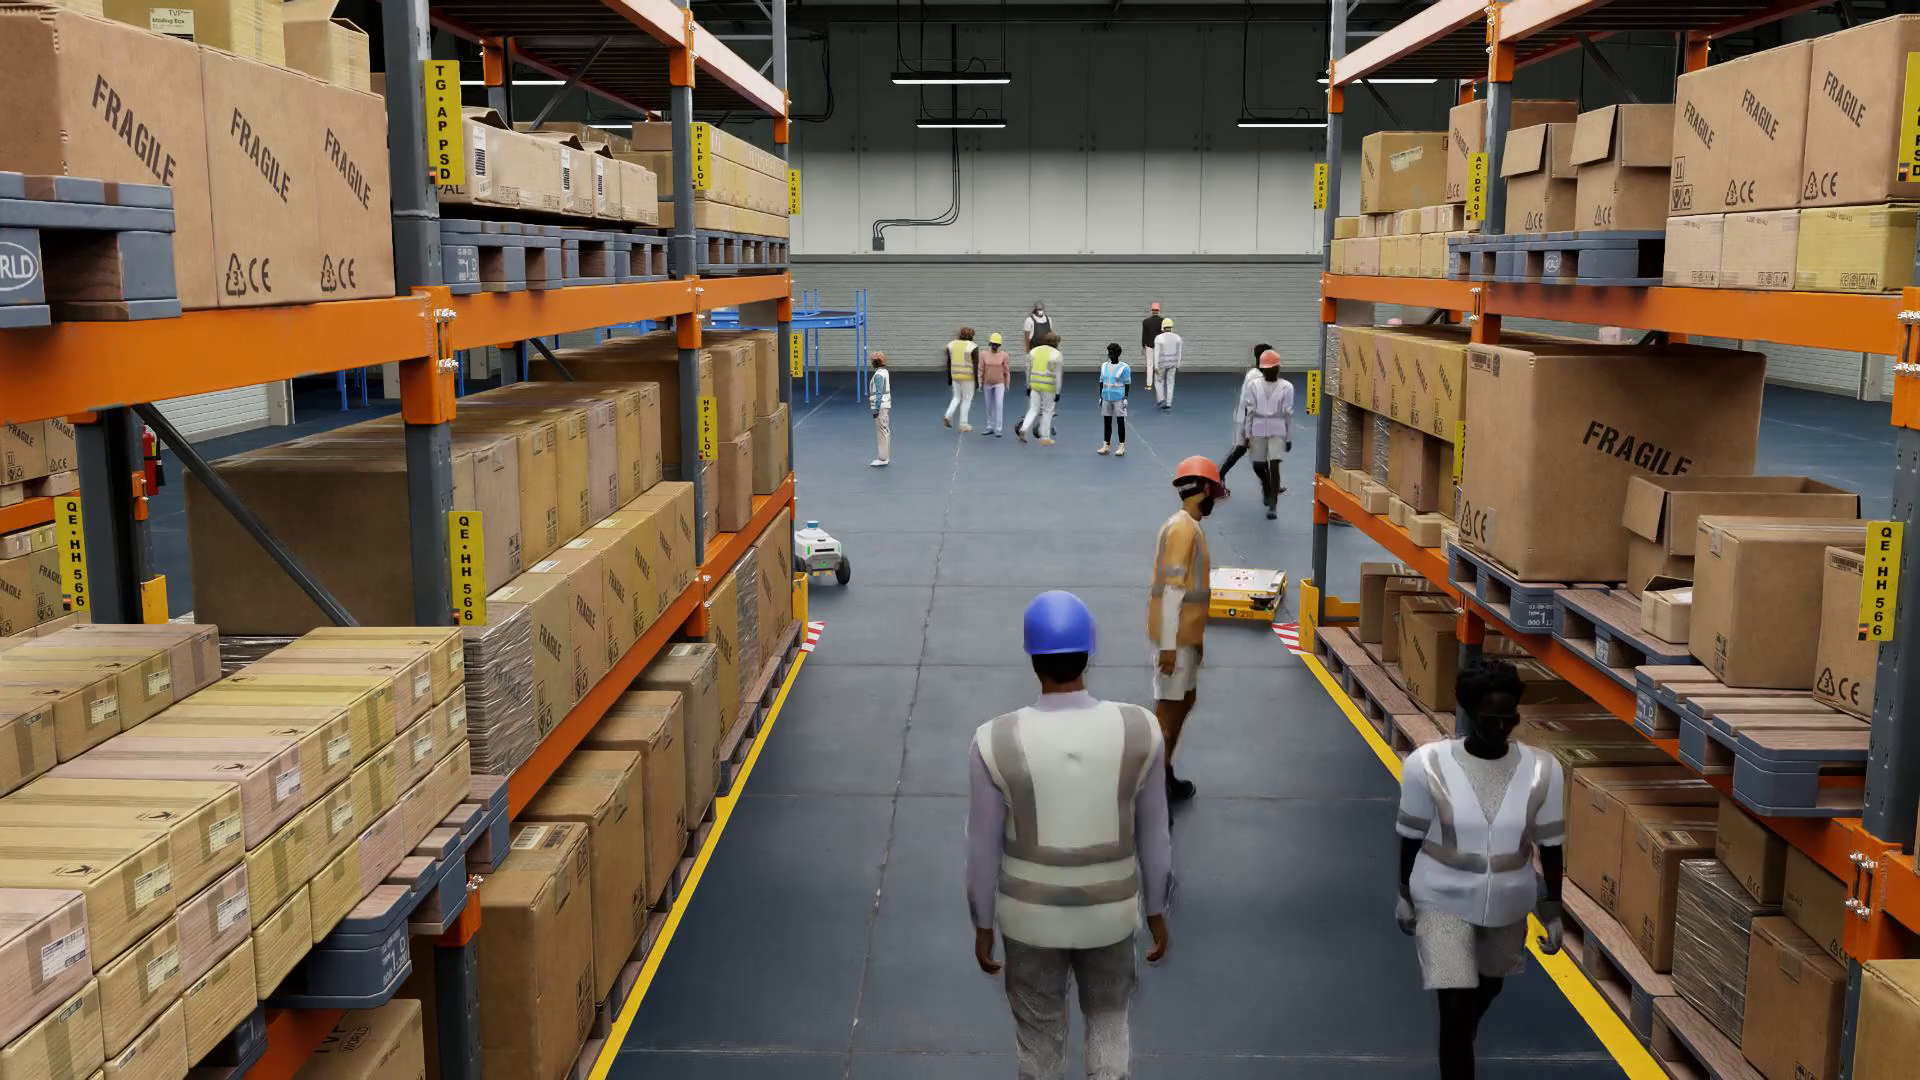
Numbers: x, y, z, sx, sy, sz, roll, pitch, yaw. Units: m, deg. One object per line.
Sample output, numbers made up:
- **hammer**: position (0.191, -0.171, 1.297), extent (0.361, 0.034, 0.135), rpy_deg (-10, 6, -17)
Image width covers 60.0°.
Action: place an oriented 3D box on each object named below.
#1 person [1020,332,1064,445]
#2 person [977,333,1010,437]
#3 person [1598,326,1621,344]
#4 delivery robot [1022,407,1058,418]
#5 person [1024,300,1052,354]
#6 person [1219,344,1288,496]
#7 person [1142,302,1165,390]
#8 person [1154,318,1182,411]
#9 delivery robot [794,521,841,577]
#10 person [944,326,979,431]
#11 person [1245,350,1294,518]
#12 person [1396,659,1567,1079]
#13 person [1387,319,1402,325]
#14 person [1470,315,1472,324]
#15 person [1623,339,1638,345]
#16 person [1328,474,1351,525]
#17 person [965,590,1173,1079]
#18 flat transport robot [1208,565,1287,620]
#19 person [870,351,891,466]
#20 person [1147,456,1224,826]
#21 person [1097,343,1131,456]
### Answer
- **person**: position (1.302, -2.386, 26.387), extent (0.686, 1.806, 0.643), rpy_deg (7, 12, 36)
- **person**: position (0.577, -2.618, 27.992), extent (0.542, 1.731, 0.624), rpy_deg (2, 10, 10)
- **person**: position (15.114, -4.407, 38.671), extent (0.533, 1.742, 0.790), rpy_deg (8, 12, 39)
- **delivery robot**: position (1.341, -2.183, 27.931), extent (0.698, 0.223, 0.335), rpy_deg (-9, 13, -43)
- **person**: position (1.844, -4.545, 38.694), extent (0.685, 2.000, 0.635), rpy_deg (-4, 10, -24)
- **person**: position (3.588, -1.490, 20.701), extent (0.976, 1.910, 0.612), rpy_deg (1, 9, 3)
- **person**: position (4.466, -4.446, 38.115), extent (0.622, 1.992, 0.396), rpy_deg (-1, 10, -4)
- **person**: position (4.048, -3.454, 32.703), extent (0.609, 1.811, 0.545), rpy_deg (-2, 10, -15)
- **delivery robot**: position (-1.344, 0.068, 15.226), extent (0.477, 0.478, 0.707), rpy_deg (-4, 10, -22)
- **person**: position (0.065, -2.782, 28.719), extent (0.649, 1.810, 0.478), rpy_deg (7, 12, 35)
- **person**: position (3.577, -1.241, 19.155), extent (0.561, 1.911, 0.754), rpy_deg (4, 10, 21)
- **person**: position (1.701, 1.170, 5.512), extent (0.534, 1.656, 0.877), rpy_deg (0, 9, 1)
- **person**: position (6.757, -2.468, 26.198), extent (0.795, 2.013, 0.635), rpy_deg (-2, 10, -11)
- **person**: position (12.463, -4.639, 40.331), extent (0.307, 1.640, 0.519), rpy_deg (-1, 10, -7)
- **person**: position (9.219, -1.841, 22.956), extent (0.346, 1.846, 0.506), rpy_deg (8, 13, 41)
- **person**: position (4.317, -1.158, 18.587), extent (0.401, 1.939, 0.602), rpy_deg (5, 11, 28)
- **person**: position (0.324, 1.109, 5.015), extent (0.631, 1.930, 0.447), rpy_deg (-1, 10, -7)
- **flat transport robot**: position (2.402, 0.433, 14.169), extent (0.652, 0.197, 1.431), rpy_deg (3, 10, 15)
- **person**: position (-1.141, -1.880, 23.809), extent (0.309, 1.640, 0.514), rpy_deg (1, 10, 6)
- **person**: position (1.160, 0.521, 8.716), extent (0.364, 1.892, 0.715), rpy_deg (2, 10, 12)
- **person**: position (2.327, -2.131, 25.152), extent (0.532, 1.693, 0.319), rpy_deg (7, 12, 35)
